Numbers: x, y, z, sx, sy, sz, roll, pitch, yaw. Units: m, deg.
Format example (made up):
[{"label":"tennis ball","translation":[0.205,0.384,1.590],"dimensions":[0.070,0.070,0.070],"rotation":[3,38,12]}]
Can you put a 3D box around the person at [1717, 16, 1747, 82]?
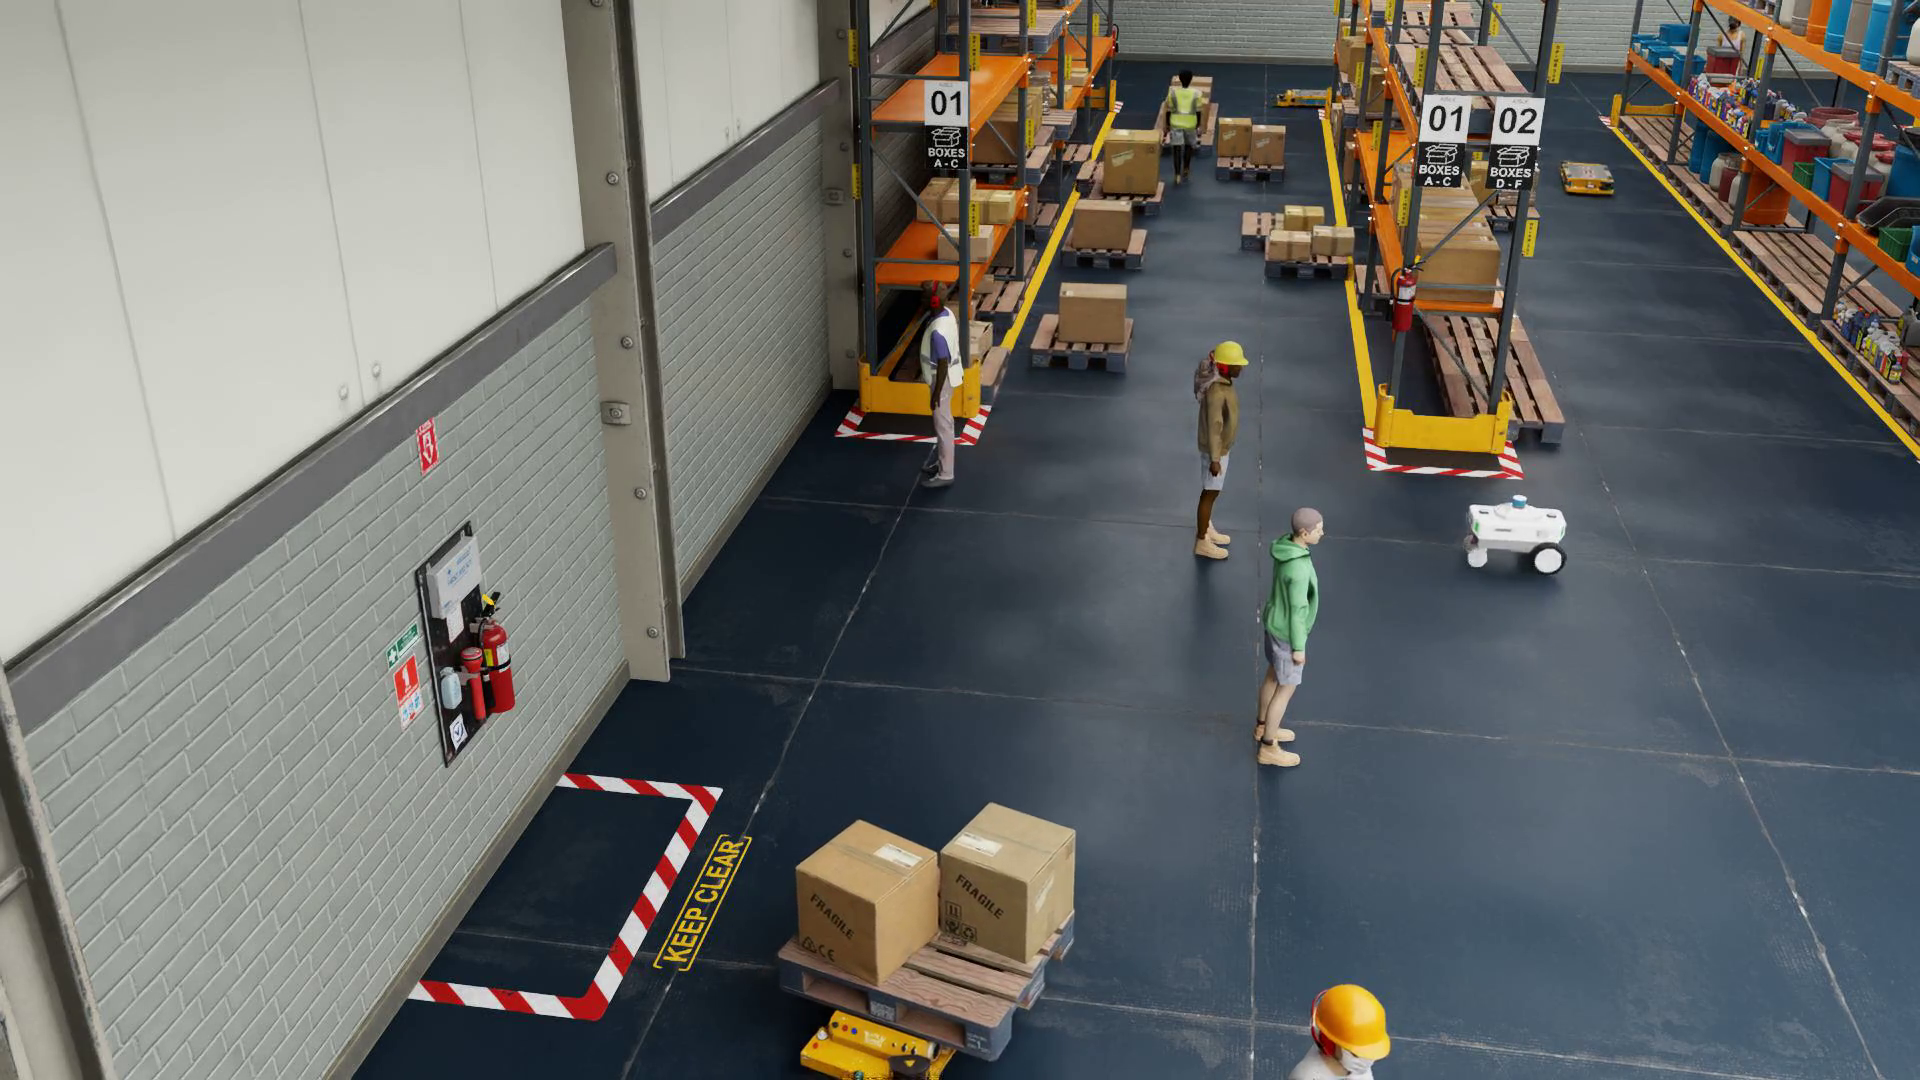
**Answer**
[{"label":"person","translation":[13.533,-8.344,29.346],"dimensions":[0.540,1.858,0.391],"rotation":[12,28,24]}]

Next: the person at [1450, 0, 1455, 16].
[{"label":"person","translation":[9.231,-9.402,31.708],"dimensions":[0.524,1.772,0.300],"rotation":[-4,25,-8]}]

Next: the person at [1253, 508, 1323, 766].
[{"label":"person","translation":[2.039,0.590,10.370],"dimensions":[0.315,1.734,0.477],"rotation":[-1,25,-1]}]

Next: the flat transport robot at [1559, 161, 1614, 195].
[{"label":"flat transport robot","translation":[9.413,-5.441,25.003],"dimensions":[0.659,0.231,1.431],"rotation":[6,26,13]}]

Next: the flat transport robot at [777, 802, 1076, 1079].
[{"label":"flat transport robot","translation":[-0.175,2.269,8.500],"dimensions":[0.659,0.231,1.431],"rotation":[12,27,23]}]

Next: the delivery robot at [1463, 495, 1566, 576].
[{"label":"delivery robot","translation":[4.411,-0.051,13.151],"dimensions":[0.811,0.614,0.499],"rotation":[3,25,7]}]

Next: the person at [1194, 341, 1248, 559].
[{"label":"person","translation":[2.024,-0.731,13.156],"dimensions":[0.409,1.760,0.555],"rotation":[6,26,13]}]

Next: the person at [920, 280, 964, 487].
[{"label":"person","translation":[-0.164,-1.352,14.388],"dimensions":[0.395,1.846,0.563],"rotation":[1,25,3]}]

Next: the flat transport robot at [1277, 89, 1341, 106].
[{"label":"flat transport robot","translation":[6.617,-8.183,30.872],"dimensions":[1.431,0.231,0.659],"rotation":[4,25,9]}]

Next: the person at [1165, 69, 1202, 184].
[{"label":"person","translation":[3.365,-6.270,25.129],"dimensions":[0.553,1.645,0.855],"rotation":[2,25,5]}]

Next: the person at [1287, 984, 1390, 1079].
[{"label":"person","translation":[1.358,2.434,6.234],"dimensions":[0.375,1.893,0.563],"rotation":[17,30,32]}]
